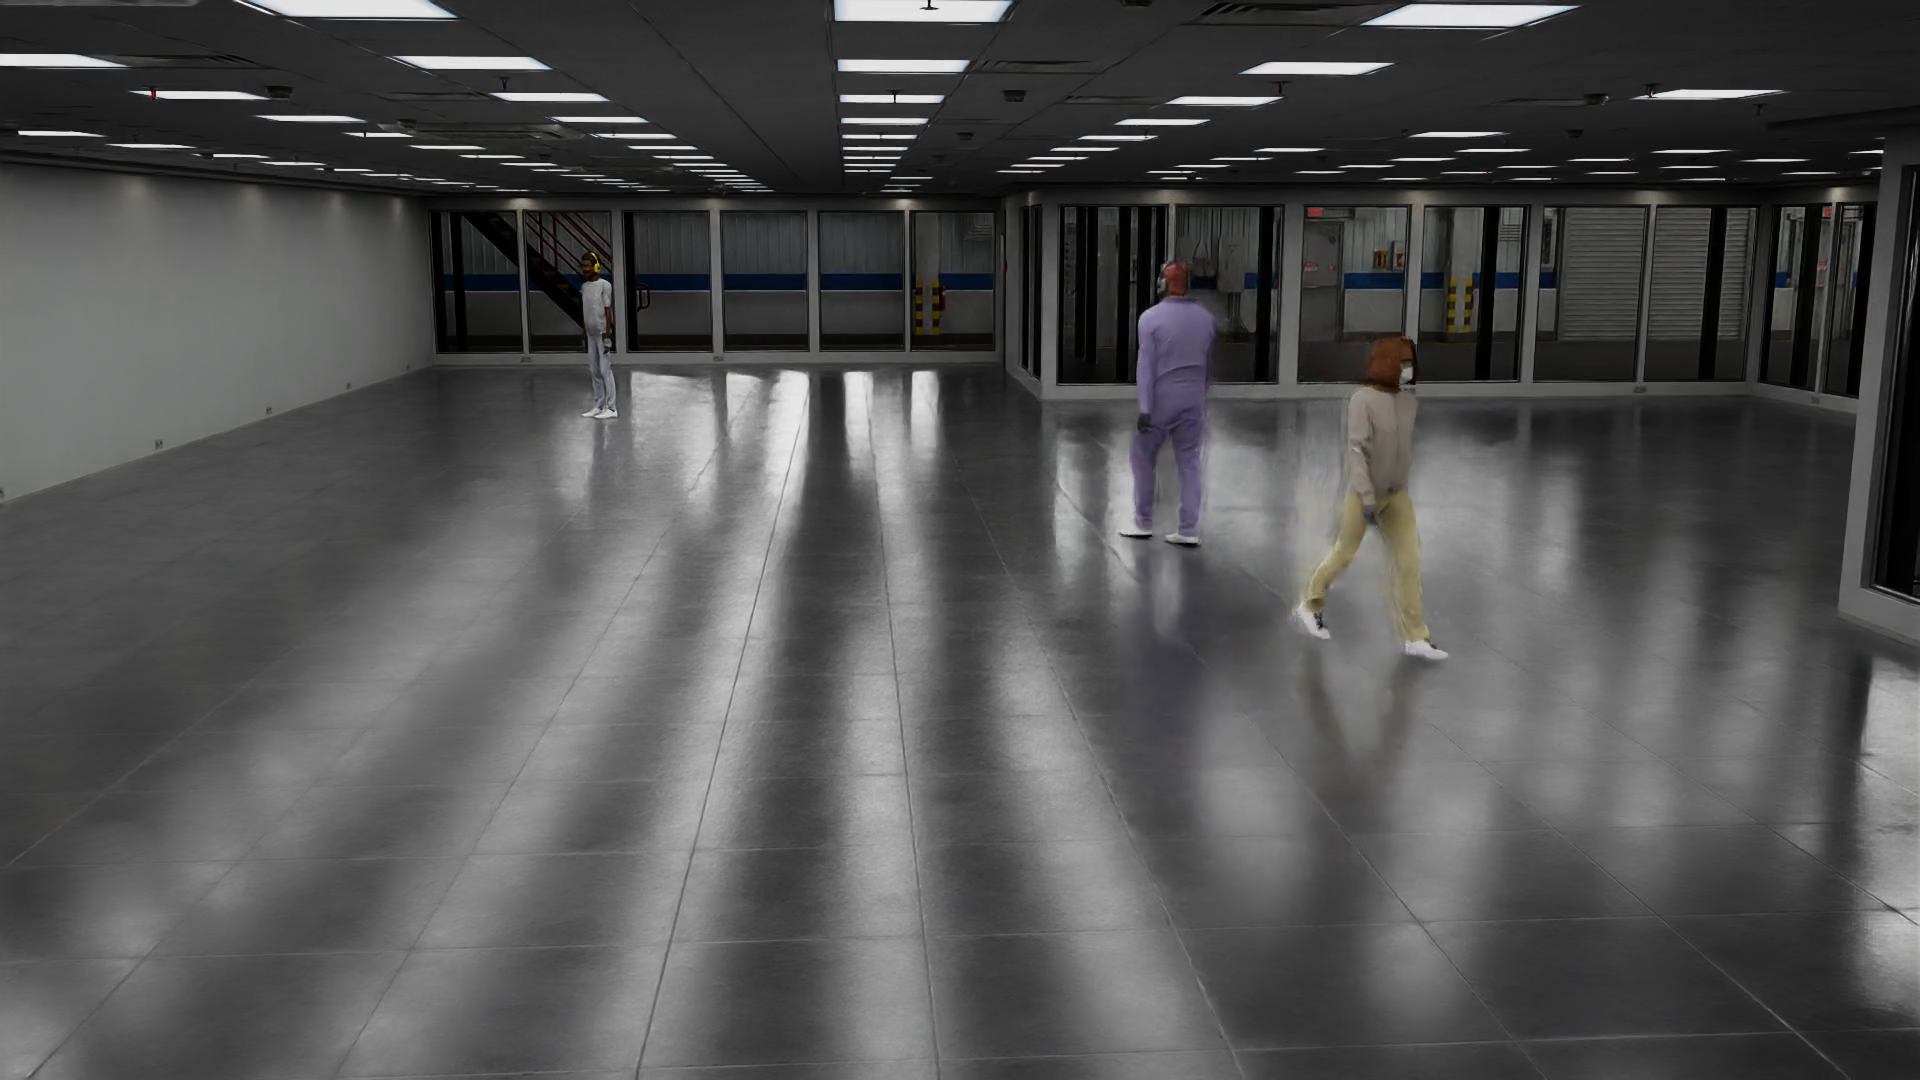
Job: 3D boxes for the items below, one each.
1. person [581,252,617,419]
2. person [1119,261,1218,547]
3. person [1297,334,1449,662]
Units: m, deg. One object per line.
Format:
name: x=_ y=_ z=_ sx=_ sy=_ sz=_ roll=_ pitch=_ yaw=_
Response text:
person: x=-4.074 y=-2.285 z=18.658 sx=0.502 sy=1.862 sz=0.328 roll=9 pitch=14 yaw=39
person: x=1.375 y=-0.912 z=11.161 sx=0.676 sy=1.879 sz=0.769 roll=-6 pitch=12 yaw=-29
person: x=2.066 y=-0.236 z=8.310 sx=0.496 sy=1.592 sz=0.877 roll=-6 pitch=12 yaw=-31
